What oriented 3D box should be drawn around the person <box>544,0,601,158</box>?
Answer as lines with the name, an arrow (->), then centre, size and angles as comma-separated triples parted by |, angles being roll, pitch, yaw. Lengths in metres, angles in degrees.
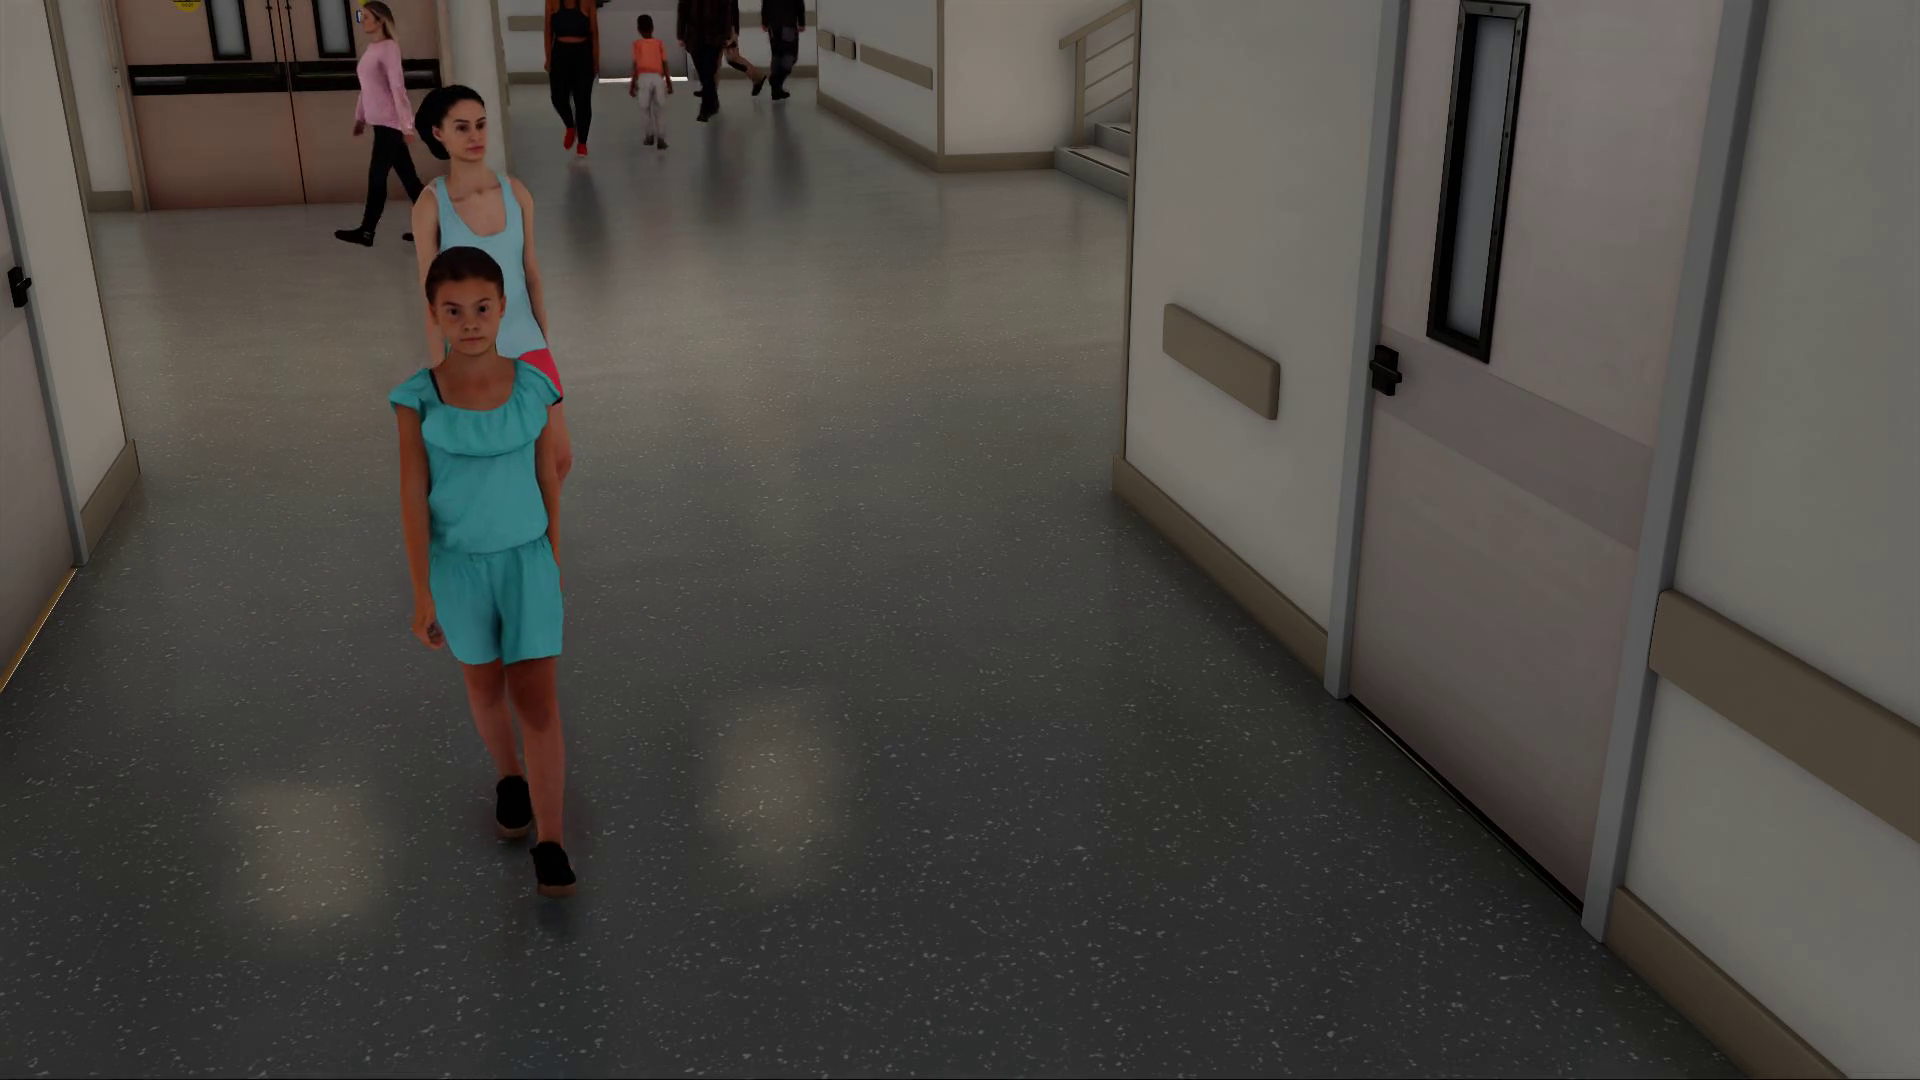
person -> -3.719, -4.607, 16.004 | 0.725, 1.797, 0.784 | -3, 21, -8

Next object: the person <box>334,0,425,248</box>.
person -> -3.925, -2.908, 11.721 | 1.056, 1.654, 0.792 | -12, 24, -29

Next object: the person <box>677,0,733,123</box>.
person -> -2.844, -5.619, 18.670 | 1.278, 1.801, 1.140 | 3, 21, 7

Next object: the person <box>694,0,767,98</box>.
person -> -2.869, -6.480, 20.932 | 1.149, 1.810, 0.775 | -8, 22, -19

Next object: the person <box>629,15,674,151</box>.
person -> -3.065, -4.508, 16.463 | 0.657, 1.286, 0.650 | -4, 21, -9

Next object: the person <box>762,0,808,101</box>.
person -> -2.214, -6.399, 20.582 | 1.082, 1.905, 1.118 | 6, 22, 16

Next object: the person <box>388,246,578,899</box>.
person -> -1.162, 0.052, 4.082 | 0.858, 1.529, 0.616 | -6, 22, -16

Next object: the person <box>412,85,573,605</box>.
person -> -1.565, -0.582, 5.439 | 0.713, 1.753, 0.791 | -16, 26, -36
